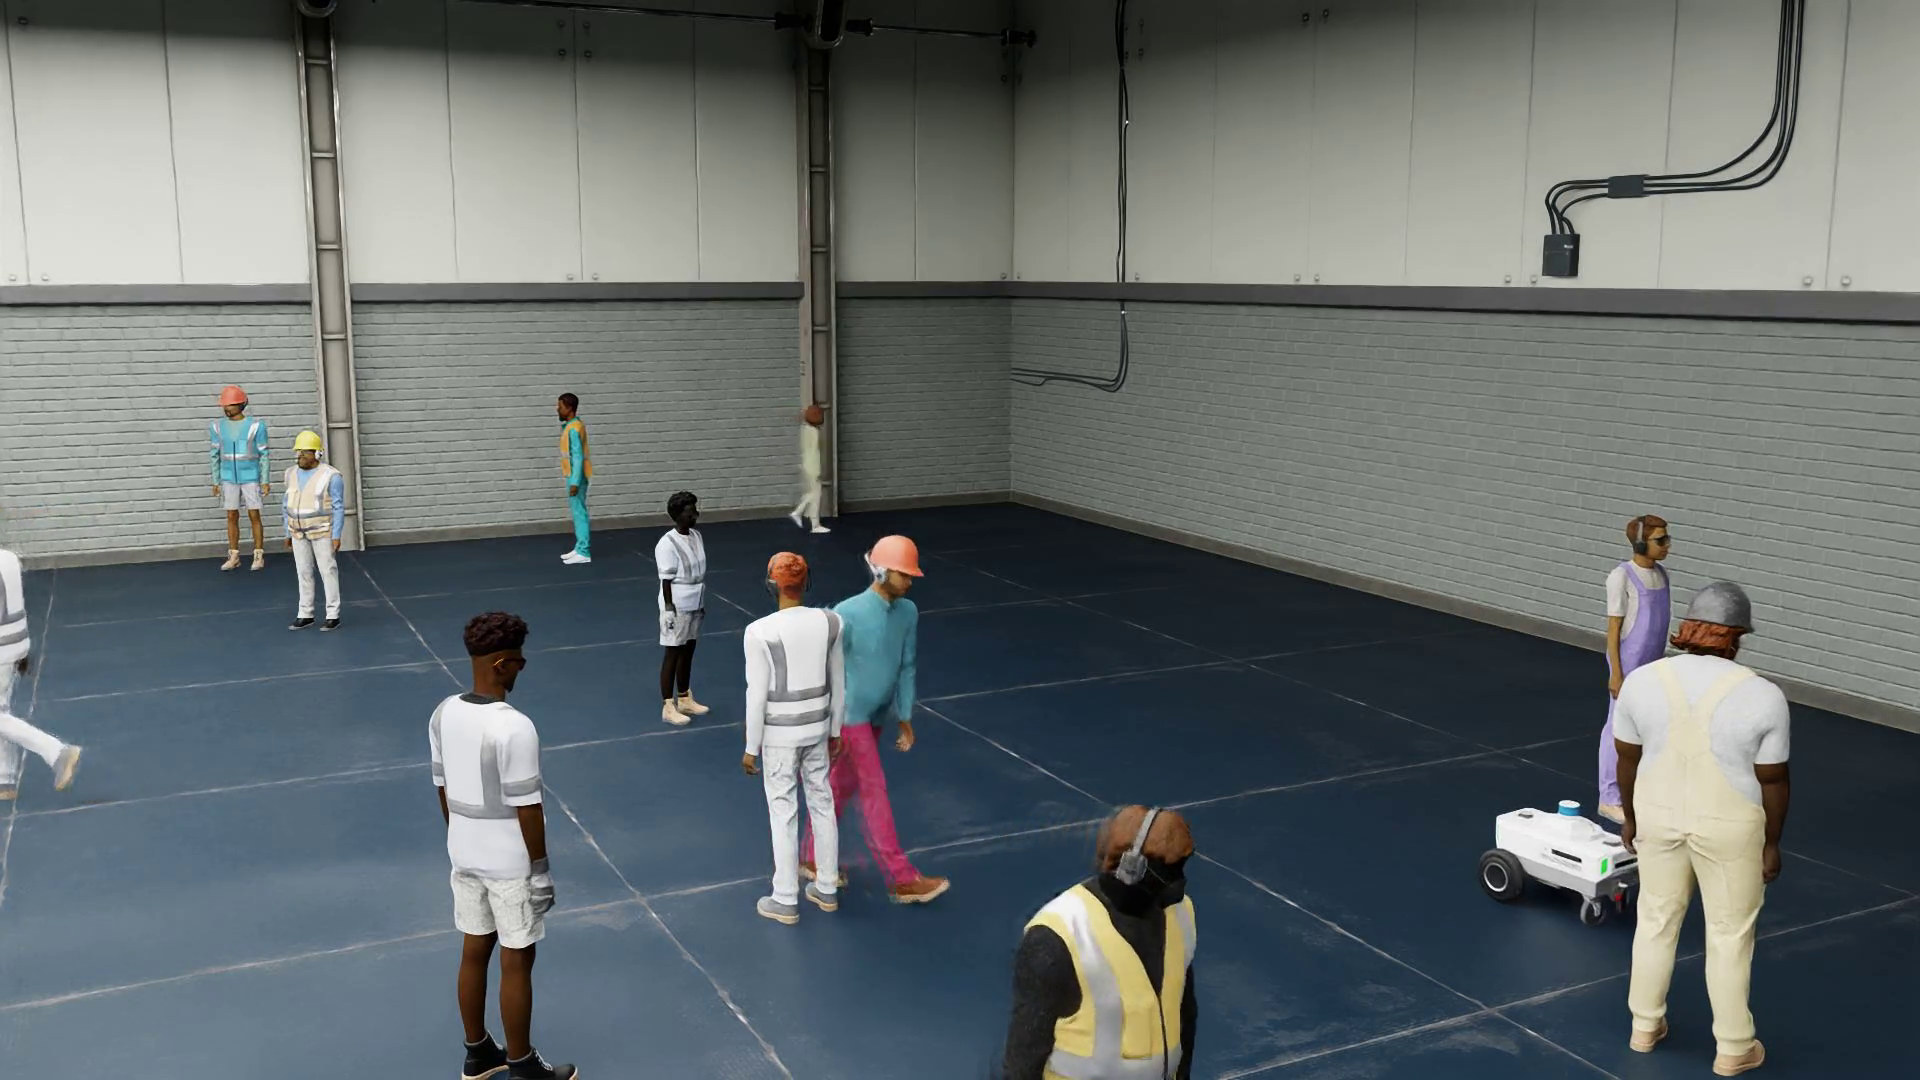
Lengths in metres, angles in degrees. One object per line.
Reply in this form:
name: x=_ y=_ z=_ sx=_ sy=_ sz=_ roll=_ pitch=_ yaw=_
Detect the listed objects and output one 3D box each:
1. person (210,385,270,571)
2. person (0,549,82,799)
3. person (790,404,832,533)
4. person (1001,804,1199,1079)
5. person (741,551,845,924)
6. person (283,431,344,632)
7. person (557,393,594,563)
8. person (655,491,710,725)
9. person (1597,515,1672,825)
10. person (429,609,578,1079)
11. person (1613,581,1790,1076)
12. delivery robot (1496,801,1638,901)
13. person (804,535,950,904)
person: x=-7.854 y=-0.668 z=18.144 sx=0.611 sy=2.038 sz=0.392 roll=-1 pitch=9 yaw=-4
person: x=-5.840 y=0.702 z=10.229 sx=0.705 sy=1.869 sz=0.599 roll=-1 pitch=9 yaw=-9
person: x=-1.848 y=-0.884 z=20.747 sx=0.411 sy=1.620 sz=0.525 roll=-3 pitch=10 yaw=-19
person: x=0.414 y=1.627 z=4.757 sx=0.482 sy=1.806 sz=0.646 roll=8 pitch=12 yaw=41
person: x=-0.835 y=0.990 z=8.410 sx=0.584 sy=1.882 sz=0.337 roll=-7 pitch=12 yaw=-37
person: x=-5.898 y=-0.079 z=15.141 sx=0.593 sy=1.837 sz=0.404 roll=2 pitch=9 yaw=12
person: x=-4.316 y=-0.696 z=18.695 sx=0.396 sy=1.919 sz=0.590 roll=-2 pitch=10 yaw=-14
person: x=-2.015 y=0.482 z=12.114 sx=0.318 sy=1.695 sz=0.540 roll=3 pitch=10 yaw=19
person: x=4.047 y=0.763 z=9.926 sx=0.506 sy=1.847 sz=0.345 roll=-6 pitch=11 yaw=-34
person: x=-1.826 y=1.244 z=6.602 sx=0.603 sy=1.963 sz=0.368 roll=7 pitch=12 yaw=37
person: x=3.084 y=1.159 z=6.887 sx=0.673 sy=2.000 sz=0.536 roll=8 pitch=12 yaw=42
delivery robot: x=3.118 y=1.585 z=8.541 sx=0.477 sy=0.478 sz=0.707 roll=-6 pitch=11 yaw=-33
person: x=-0.441 y=0.928 z=8.683 sx=1.001 sy=1.918 sz=0.614 roll=6 pitch=11 yaw=32
